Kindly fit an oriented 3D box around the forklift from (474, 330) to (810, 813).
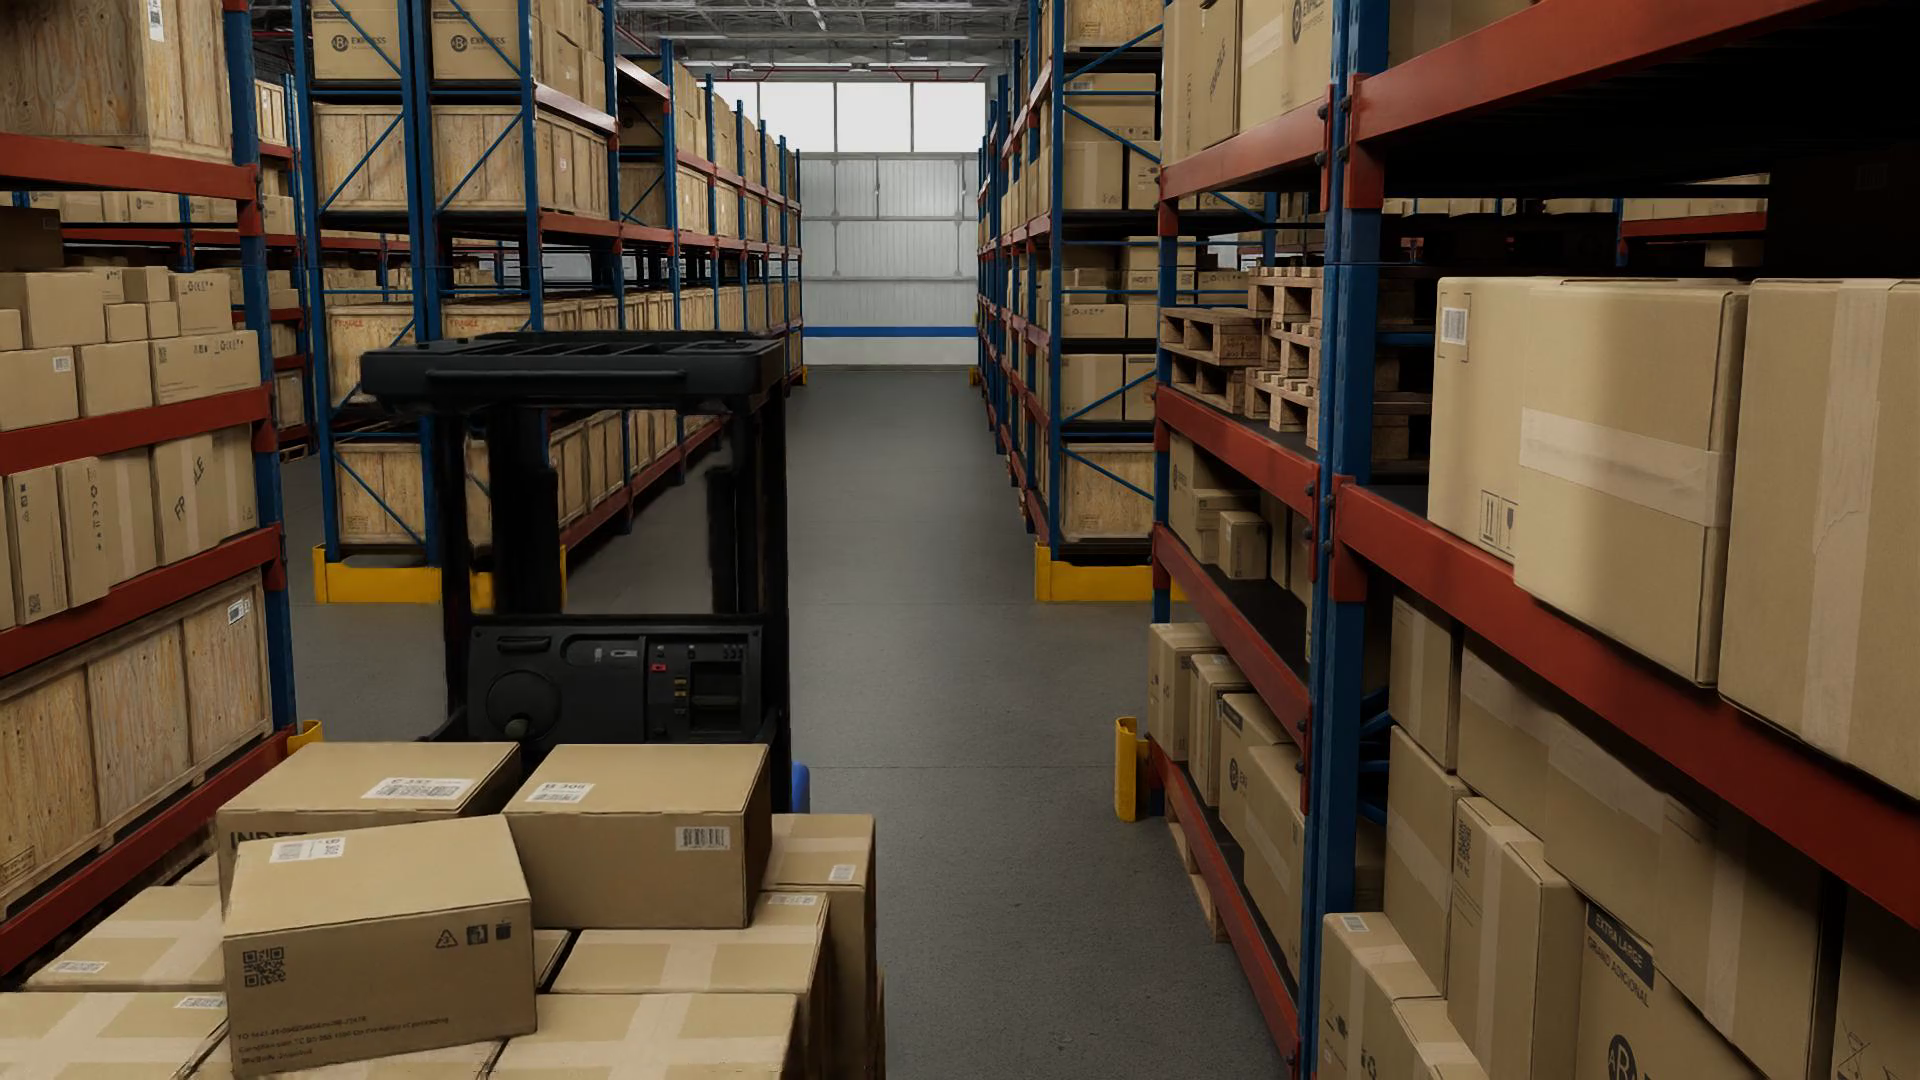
[{"bbox_3d":[-1.097,0.676,5.714,1.129,2.768,1.873,0,9,-1],"label":"forklift"}]
